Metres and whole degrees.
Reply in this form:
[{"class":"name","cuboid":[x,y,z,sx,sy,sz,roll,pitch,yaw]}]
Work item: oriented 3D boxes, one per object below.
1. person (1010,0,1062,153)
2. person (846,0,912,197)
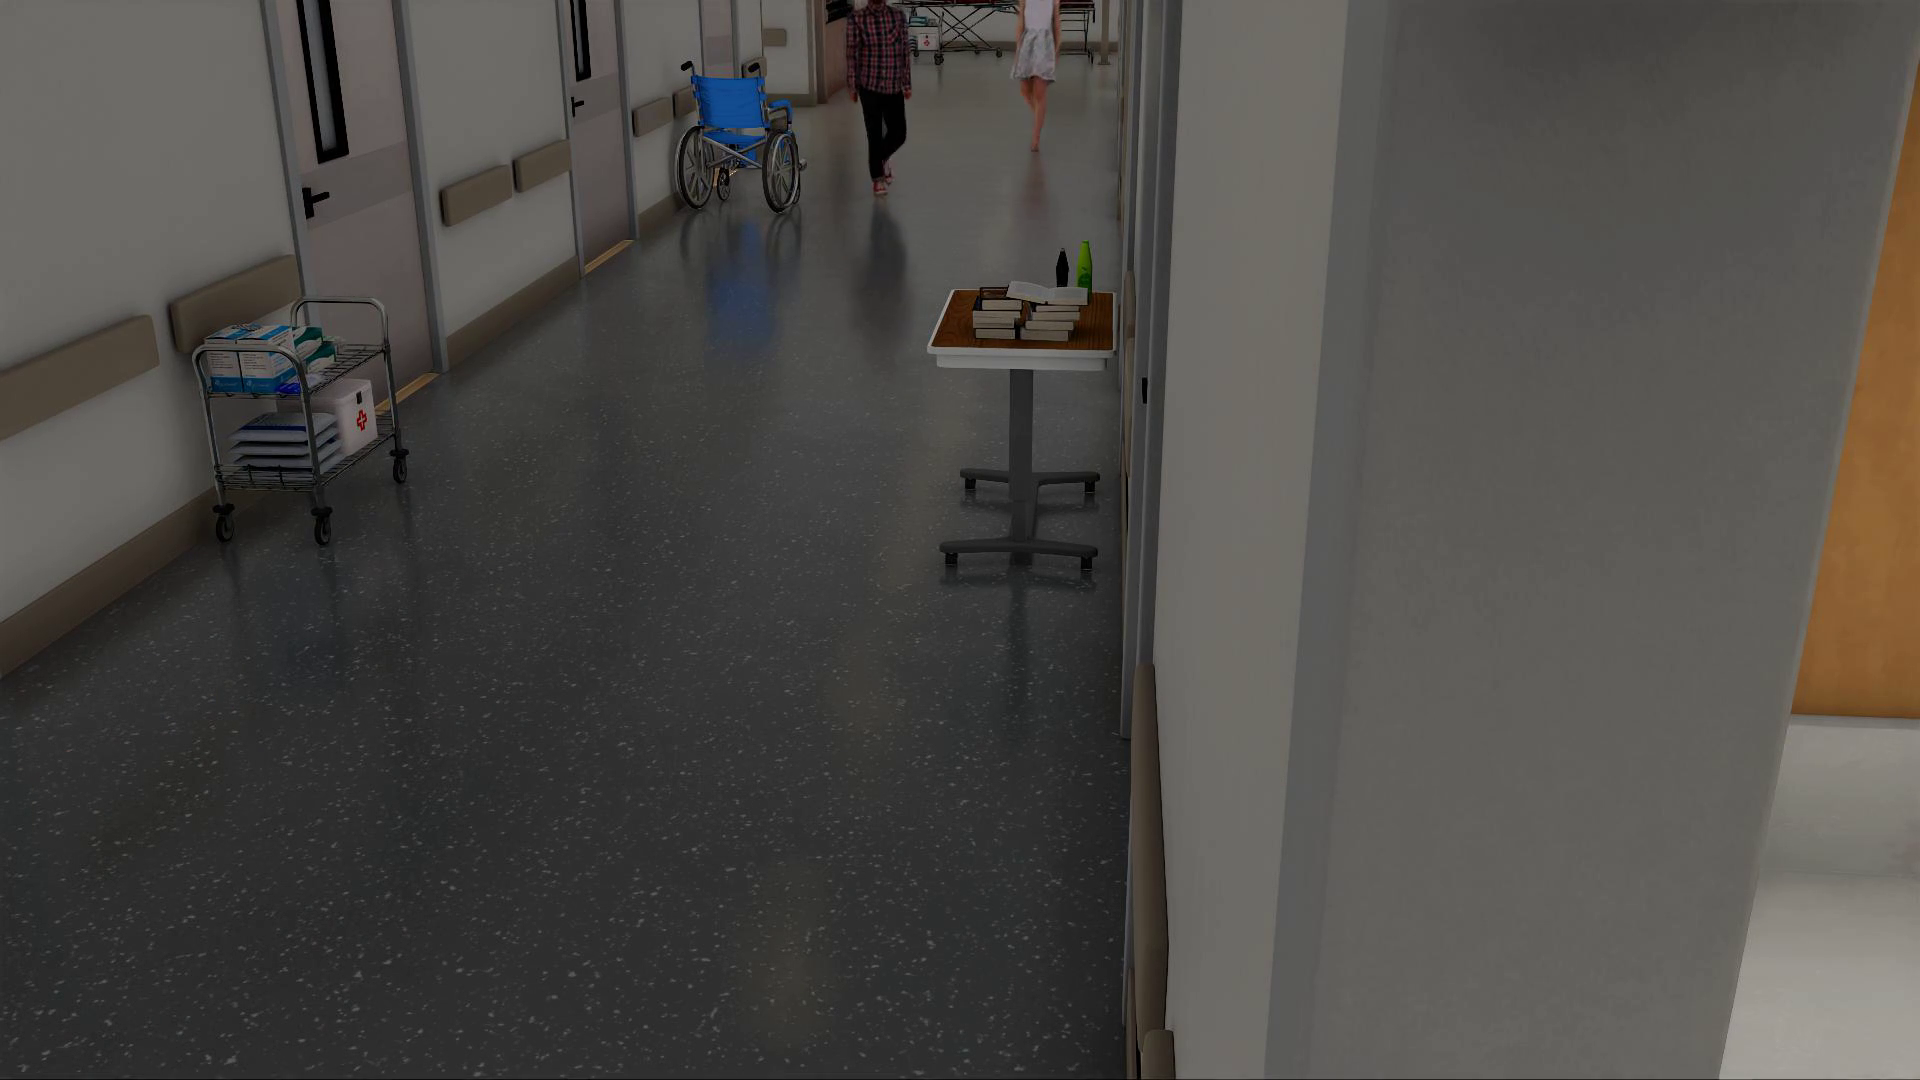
[{"class":"person","cuboid":[0.757,-4.688,16.177,0.673,1.759,0.913,3,21,9]},{"class":"person","cuboid":[-0.665,-3.755,13.734,0.873,1.746,0.970,-6,22,-15]}]
